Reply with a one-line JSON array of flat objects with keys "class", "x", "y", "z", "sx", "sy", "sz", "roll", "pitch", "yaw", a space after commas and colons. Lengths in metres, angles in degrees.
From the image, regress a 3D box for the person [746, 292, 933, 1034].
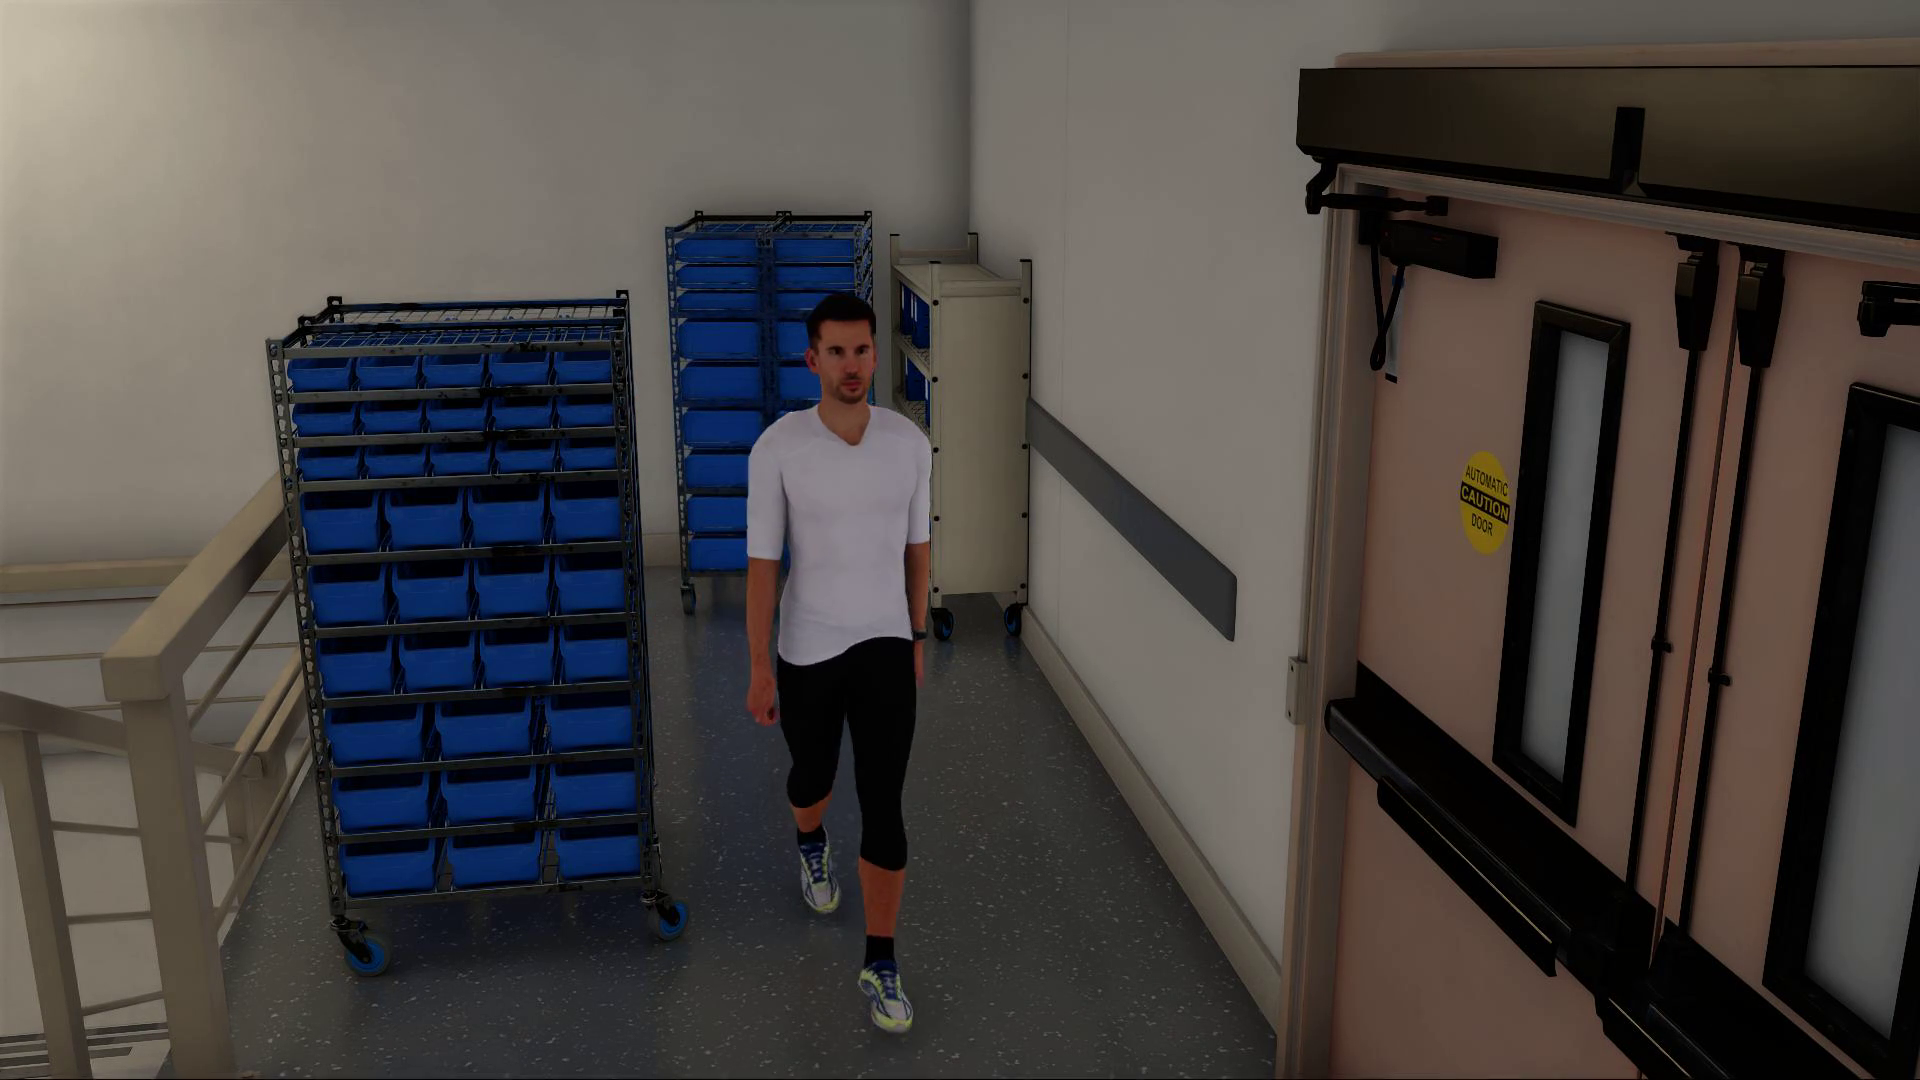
[{"class": "person", "x": -0.342, "y": 0.266, "z": 4.450, "sx": 0.750, "sy": 1.821, "sz": 1.235, "roll": -4, "pitch": 16, "yaw": -15}]
